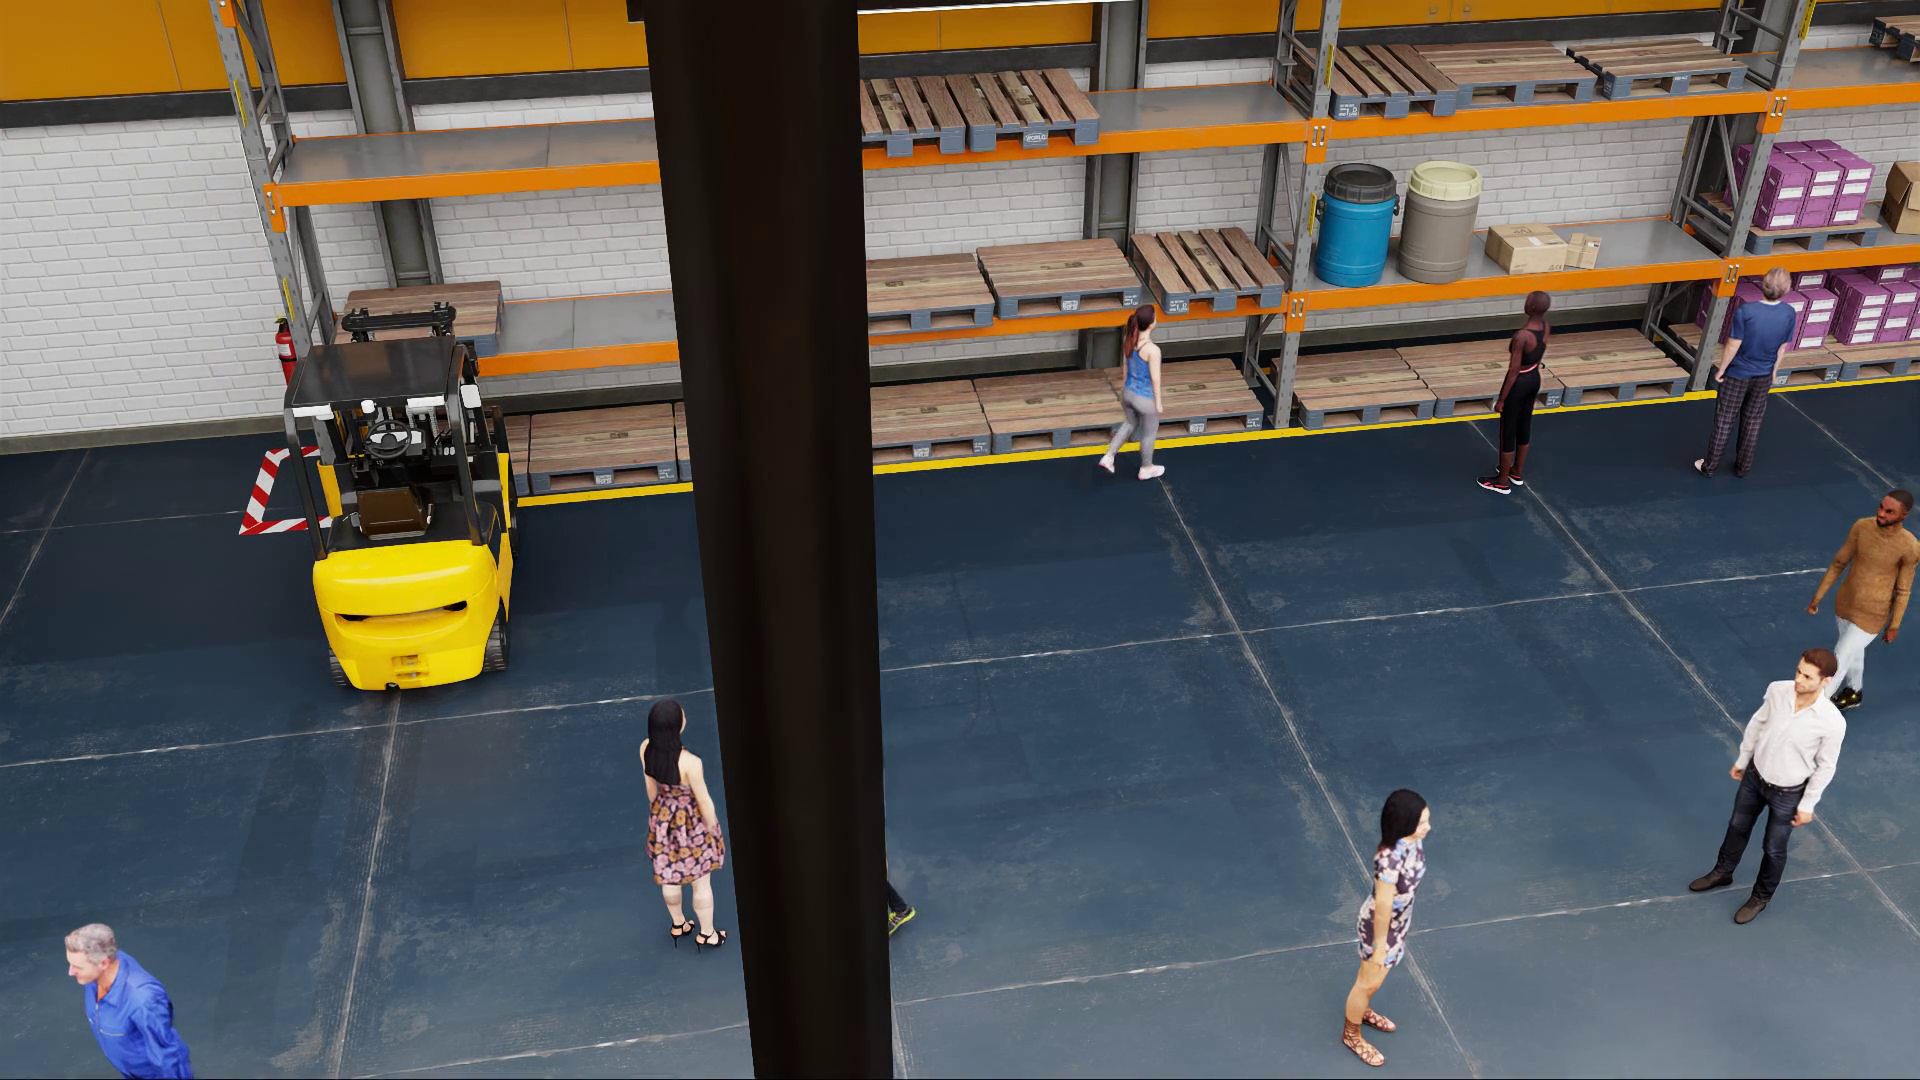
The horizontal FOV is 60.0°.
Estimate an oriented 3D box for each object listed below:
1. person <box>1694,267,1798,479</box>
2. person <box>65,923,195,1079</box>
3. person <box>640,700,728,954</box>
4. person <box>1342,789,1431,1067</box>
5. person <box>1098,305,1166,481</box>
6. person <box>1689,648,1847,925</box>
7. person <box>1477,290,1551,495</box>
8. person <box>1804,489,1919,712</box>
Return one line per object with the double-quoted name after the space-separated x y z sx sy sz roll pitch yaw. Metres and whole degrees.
6.443 -1.359 13.573 0.576 1.871 0.770 3 34 4 "person"
-3.804 2.465 7.862 0.778 1.825 0.823 23 40 30 "person"
-1.536 1.593 9.219 0.790 1.775 0.863 16 37 22 "person"
2.219 1.985 8.667 0.712 1.733 0.665 18 38 25 "person"
1.429 -1.157 13.516 0.938 1.598 0.781 -21 39 -29 "person"
4.645 1.376 9.459 0.669 1.871 0.733 -18 38 -25 "person"
4.533 -1.204 13.442 0.620 1.758 0.727 -24 40 -31 "person"
5.999 0.439 10.954 1.191 1.777 0.875 -16 37 -22 "person"
